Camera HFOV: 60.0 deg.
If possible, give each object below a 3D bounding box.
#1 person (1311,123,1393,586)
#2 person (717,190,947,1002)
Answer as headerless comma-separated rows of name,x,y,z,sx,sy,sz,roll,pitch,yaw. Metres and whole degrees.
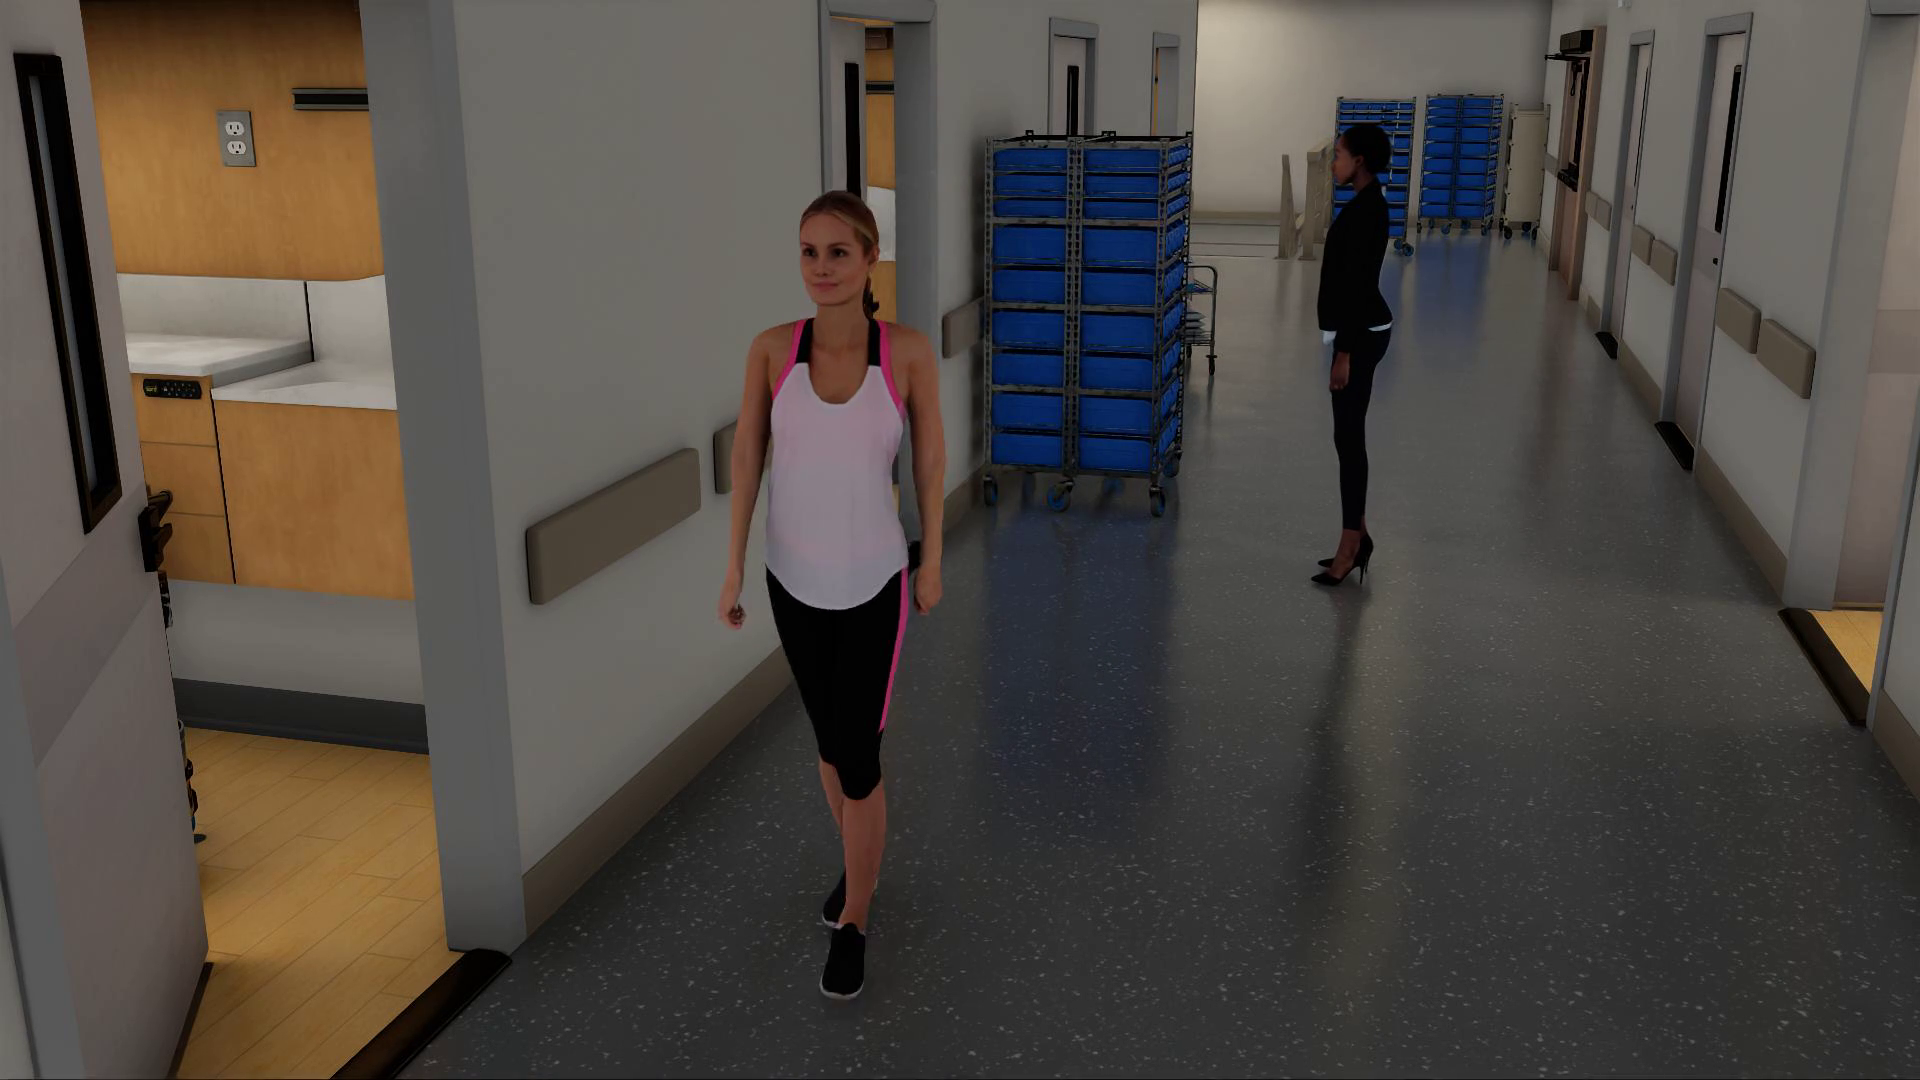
person,1.599,-0.736,6.702,0.659,1.830,0.452,4,16,13
person,-0.257,0.095,3.884,0.636,1.760,0.846,4,16,14
